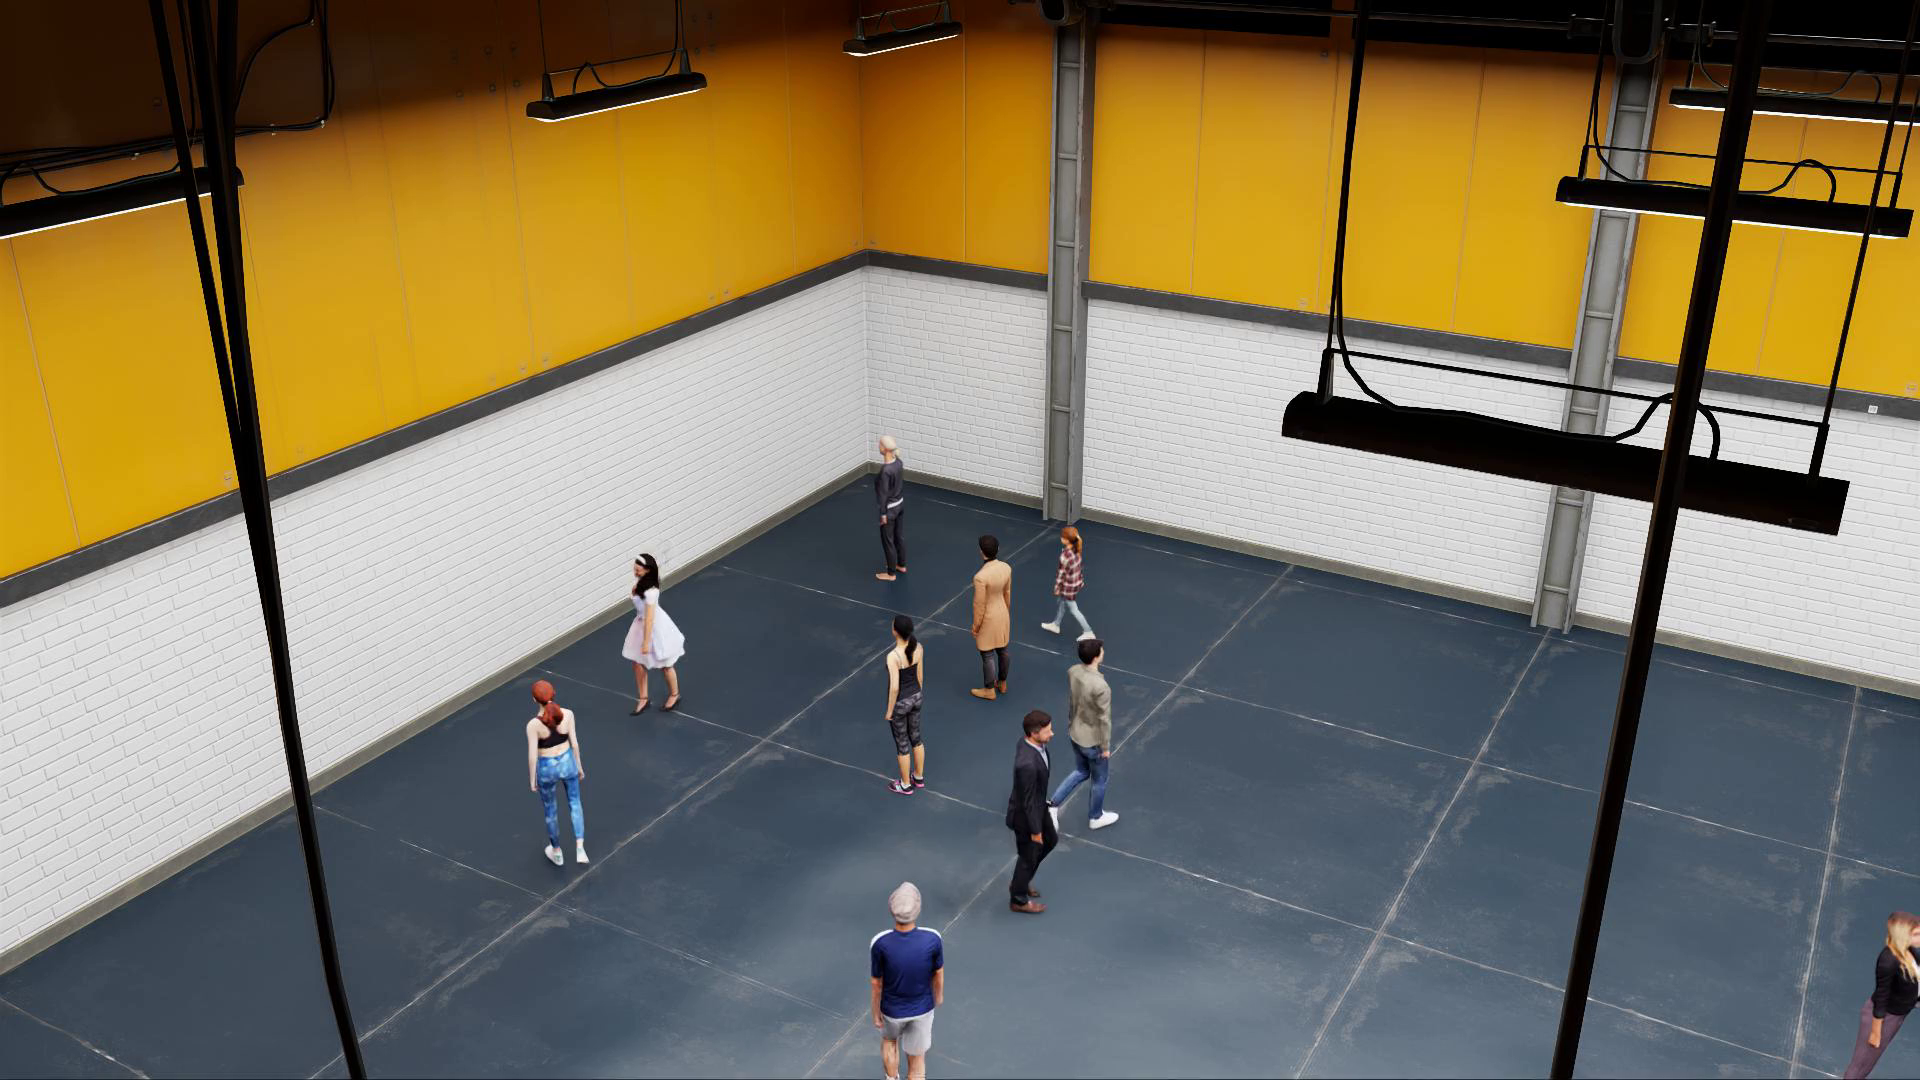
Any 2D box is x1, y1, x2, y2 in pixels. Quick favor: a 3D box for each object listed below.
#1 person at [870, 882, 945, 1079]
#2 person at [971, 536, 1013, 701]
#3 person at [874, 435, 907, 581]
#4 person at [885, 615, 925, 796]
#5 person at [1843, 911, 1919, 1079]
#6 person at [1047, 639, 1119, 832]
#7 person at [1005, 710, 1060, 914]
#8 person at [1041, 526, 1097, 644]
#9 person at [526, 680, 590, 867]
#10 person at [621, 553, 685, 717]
[{"bbox_3d":[-0.343,3.113,10.924,0.747,1.822,0.826,-2,24,-5],"label":"person"},{"bbox_3d":[0.322,0.758,16.430,0.713,1.727,0.706,-21,31,-40],"label":"person"},{"bbox_3d":[-0.785,-0.392,19.064,0.536,1.726,0.616,11,26,23],"label":"person"},{"bbox_3d":[-0.483,1.460,14.824,0.612,1.727,0.628,22,32,40],"label":"person"},{"bbox_3d":[6.079,3.165,10.993,0.606,1.671,0.647,21,31,40],"label":"person"},{"bbox_3d":[1.031,1.697,14.132,1.059,1.847,1.078,-13,27,-26],"label":"person"},{"bbox_3d":[0.466,2.149,13.094,0.797,1.850,0.776,2,24,4],"label":"person"},{"bbox_3d":[1.219,0.488,17.599,0.890,1.285,0.538,13,27,27],"label":"person"},{"bbox_3d":[-3.277,1.955,13.630,0.837,1.776,0.957,-13,27,-27],"label":"person"},{"bbox_3d":[-2.922,0.910,16.023,0.912,1.776,0.894,-9,25,-20],"label":"person"}]
